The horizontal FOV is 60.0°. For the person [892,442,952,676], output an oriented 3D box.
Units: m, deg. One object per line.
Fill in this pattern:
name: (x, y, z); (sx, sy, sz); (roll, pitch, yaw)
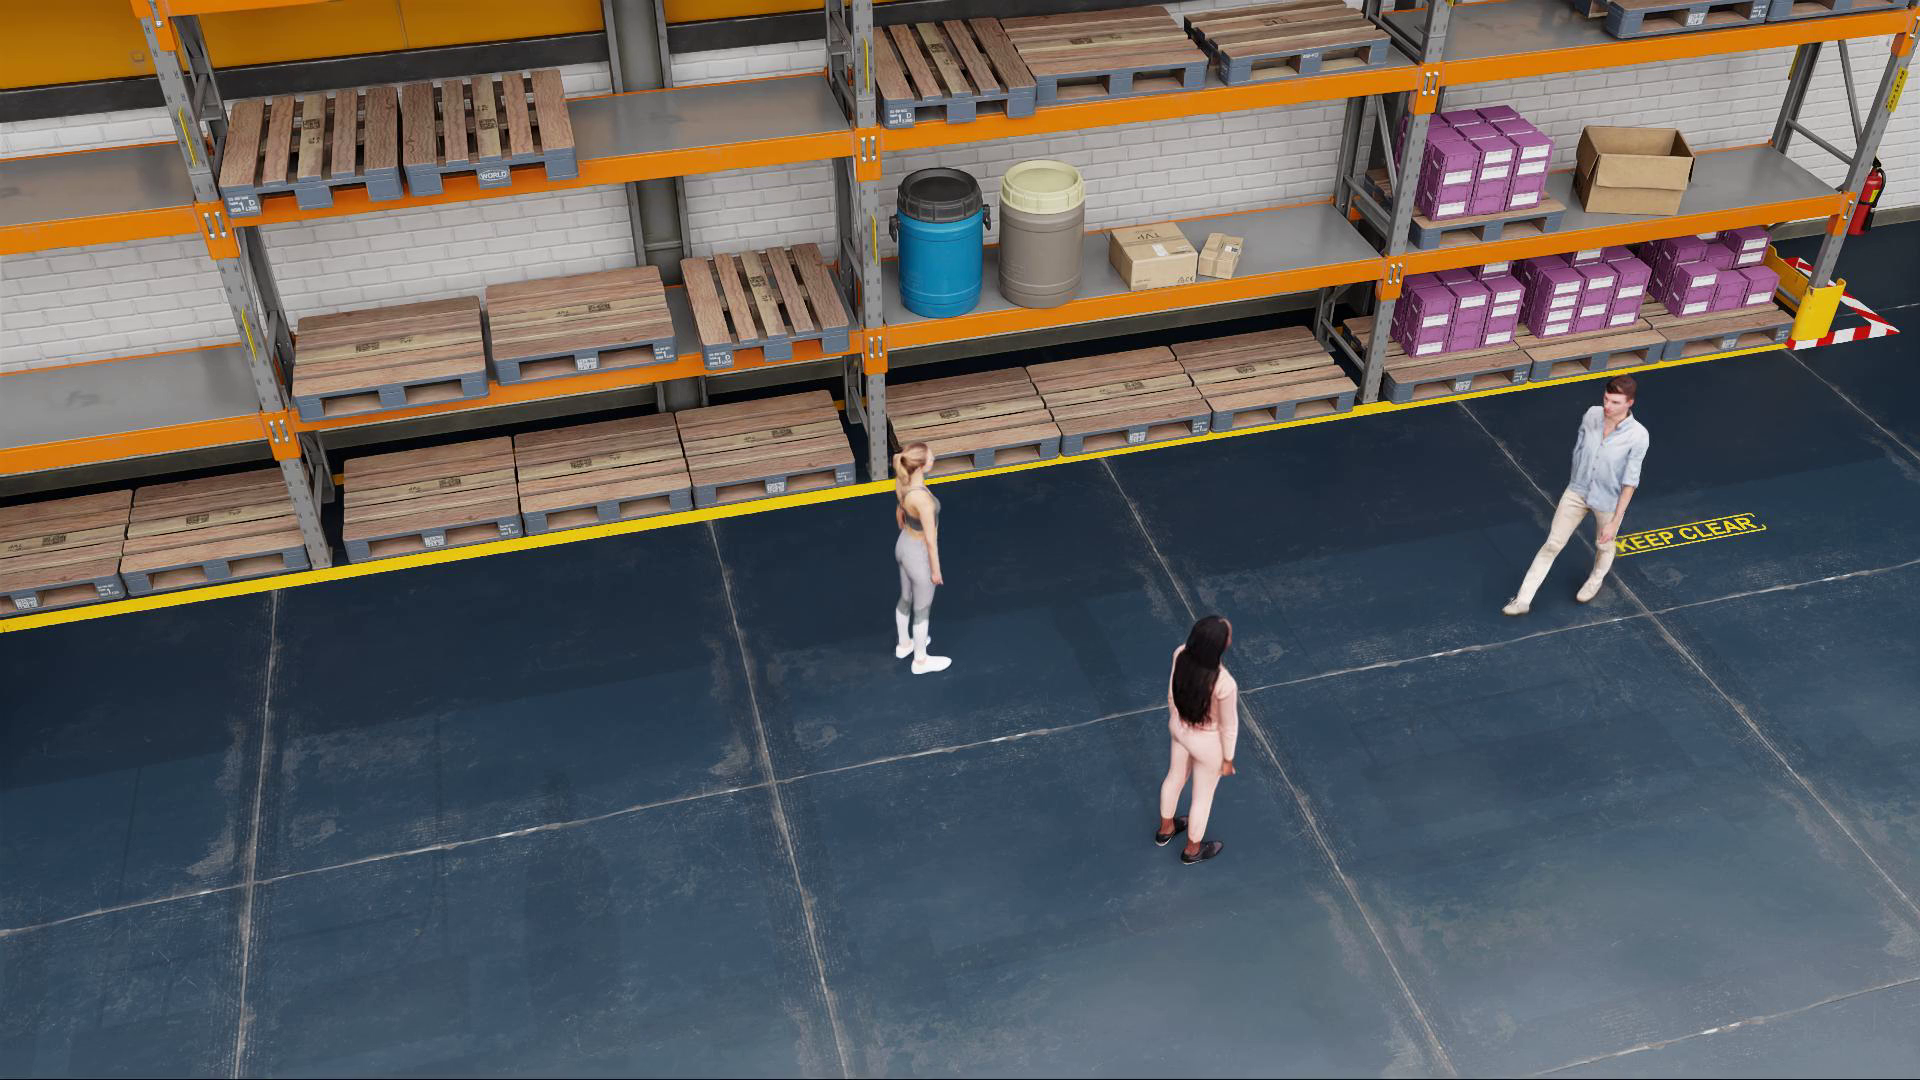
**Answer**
person: (-0.275, 0.104, 10.382); (0.588, 1.704, 0.617); (-19, 43, -23)

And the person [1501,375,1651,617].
person: (4.199, -0.296, 10.801); (1.260, 1.805, 1.014); (-30, 47, -32)

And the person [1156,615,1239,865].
person: (1.305, 1.091, 9.132); (0.650, 1.720, 0.689); (-25, 45, -28)
